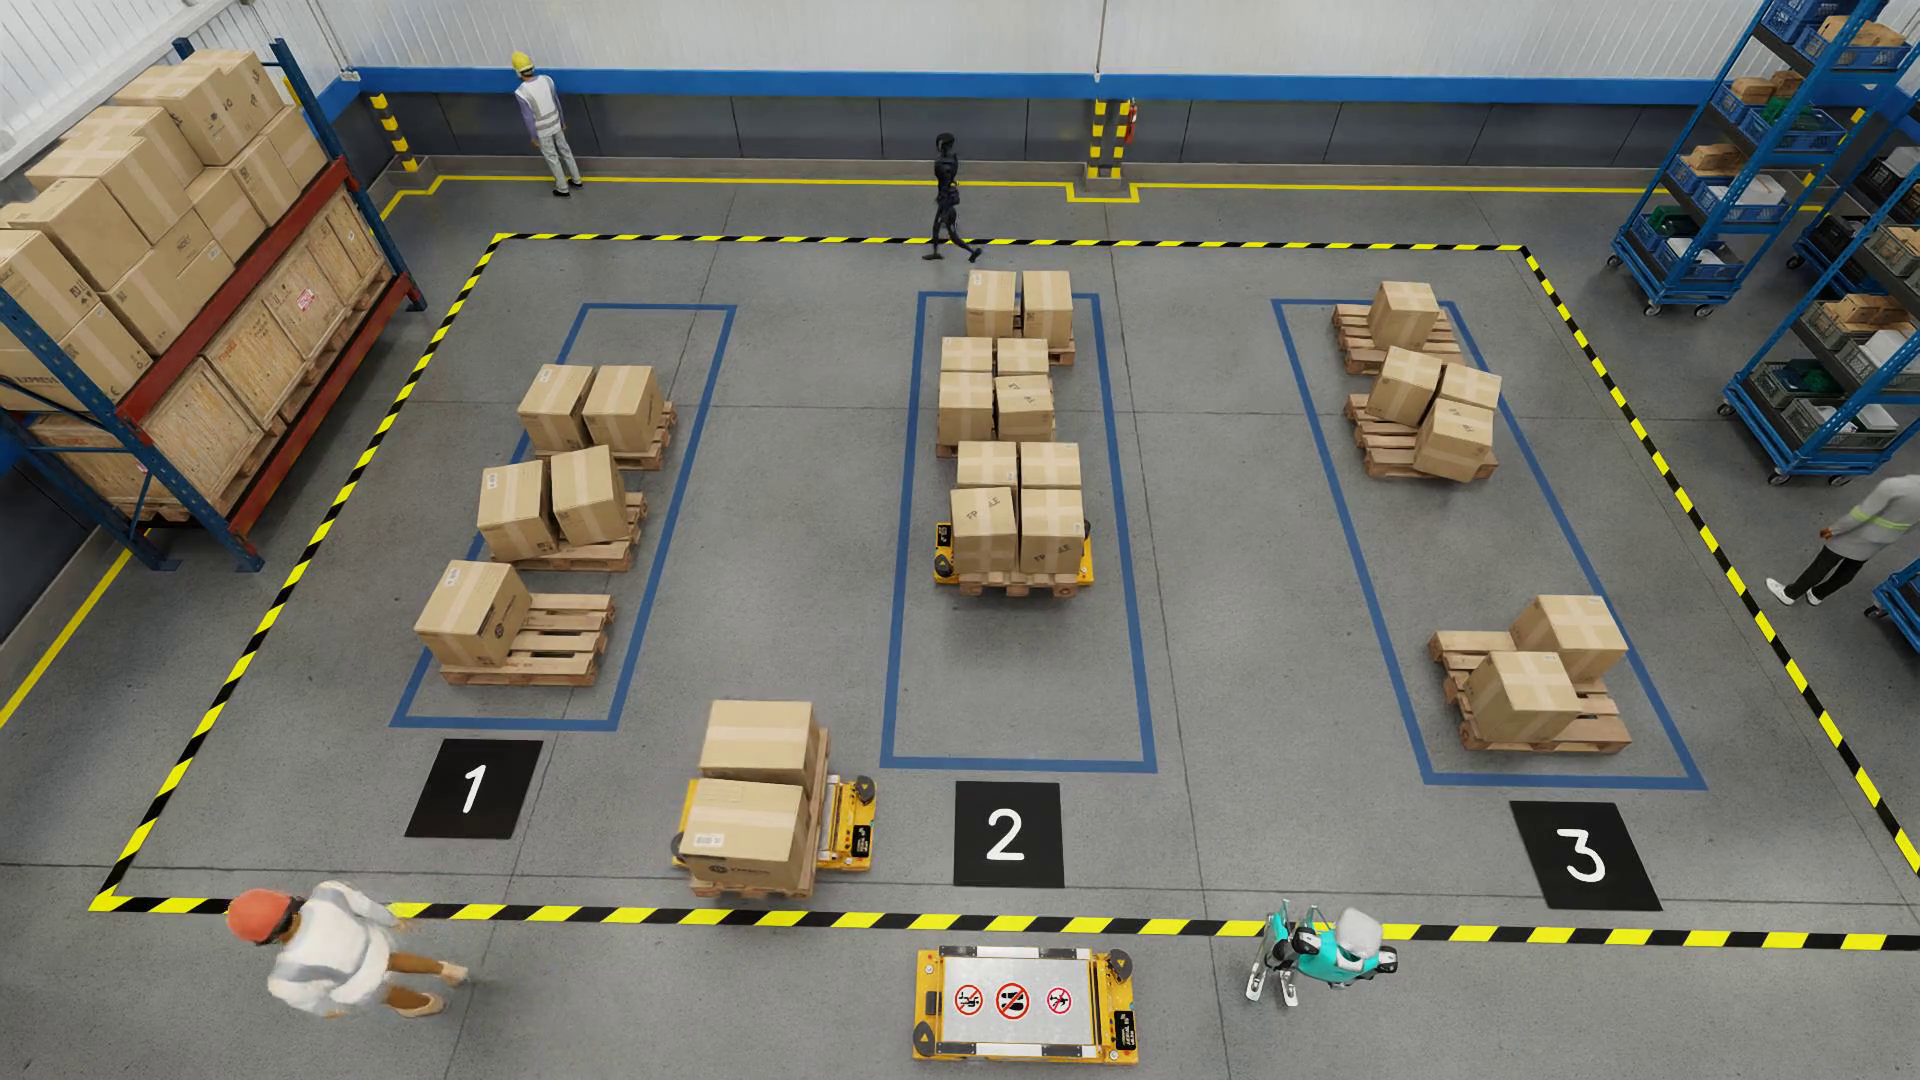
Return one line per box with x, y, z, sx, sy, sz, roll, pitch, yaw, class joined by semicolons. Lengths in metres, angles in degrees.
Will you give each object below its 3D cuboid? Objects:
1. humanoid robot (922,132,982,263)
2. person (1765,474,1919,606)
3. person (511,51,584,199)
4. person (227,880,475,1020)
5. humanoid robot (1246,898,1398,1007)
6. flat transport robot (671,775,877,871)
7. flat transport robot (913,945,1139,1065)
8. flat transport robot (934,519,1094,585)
-0.101;-4.030;10.888;0.708;1.652;0.591;-6;51;-5;humanoid robot
7.475;-0.103;7.552;0.587;1.847;0.403;4;51;3;person
-5.347;-5.325;11.819;0.404;1.827;0.599;22;54;17;person
-3.508;2.472;5.344;0.503;2.023;0.602;-2;51;-1;person
2.115;2.380;5.515;0.533;1.673;0.735;10;52;8;humanoid robot
-1.356;2.073;6.778;1.431;0.197;0.652;1;51;1;flat transport robot
0.422;3.041;6.007;1.431;0.231;0.659;1;51;1;flat transport robot
0.490;0.087;8.397;1.431;0.197;0.652;1;51;1;flat transport robot
